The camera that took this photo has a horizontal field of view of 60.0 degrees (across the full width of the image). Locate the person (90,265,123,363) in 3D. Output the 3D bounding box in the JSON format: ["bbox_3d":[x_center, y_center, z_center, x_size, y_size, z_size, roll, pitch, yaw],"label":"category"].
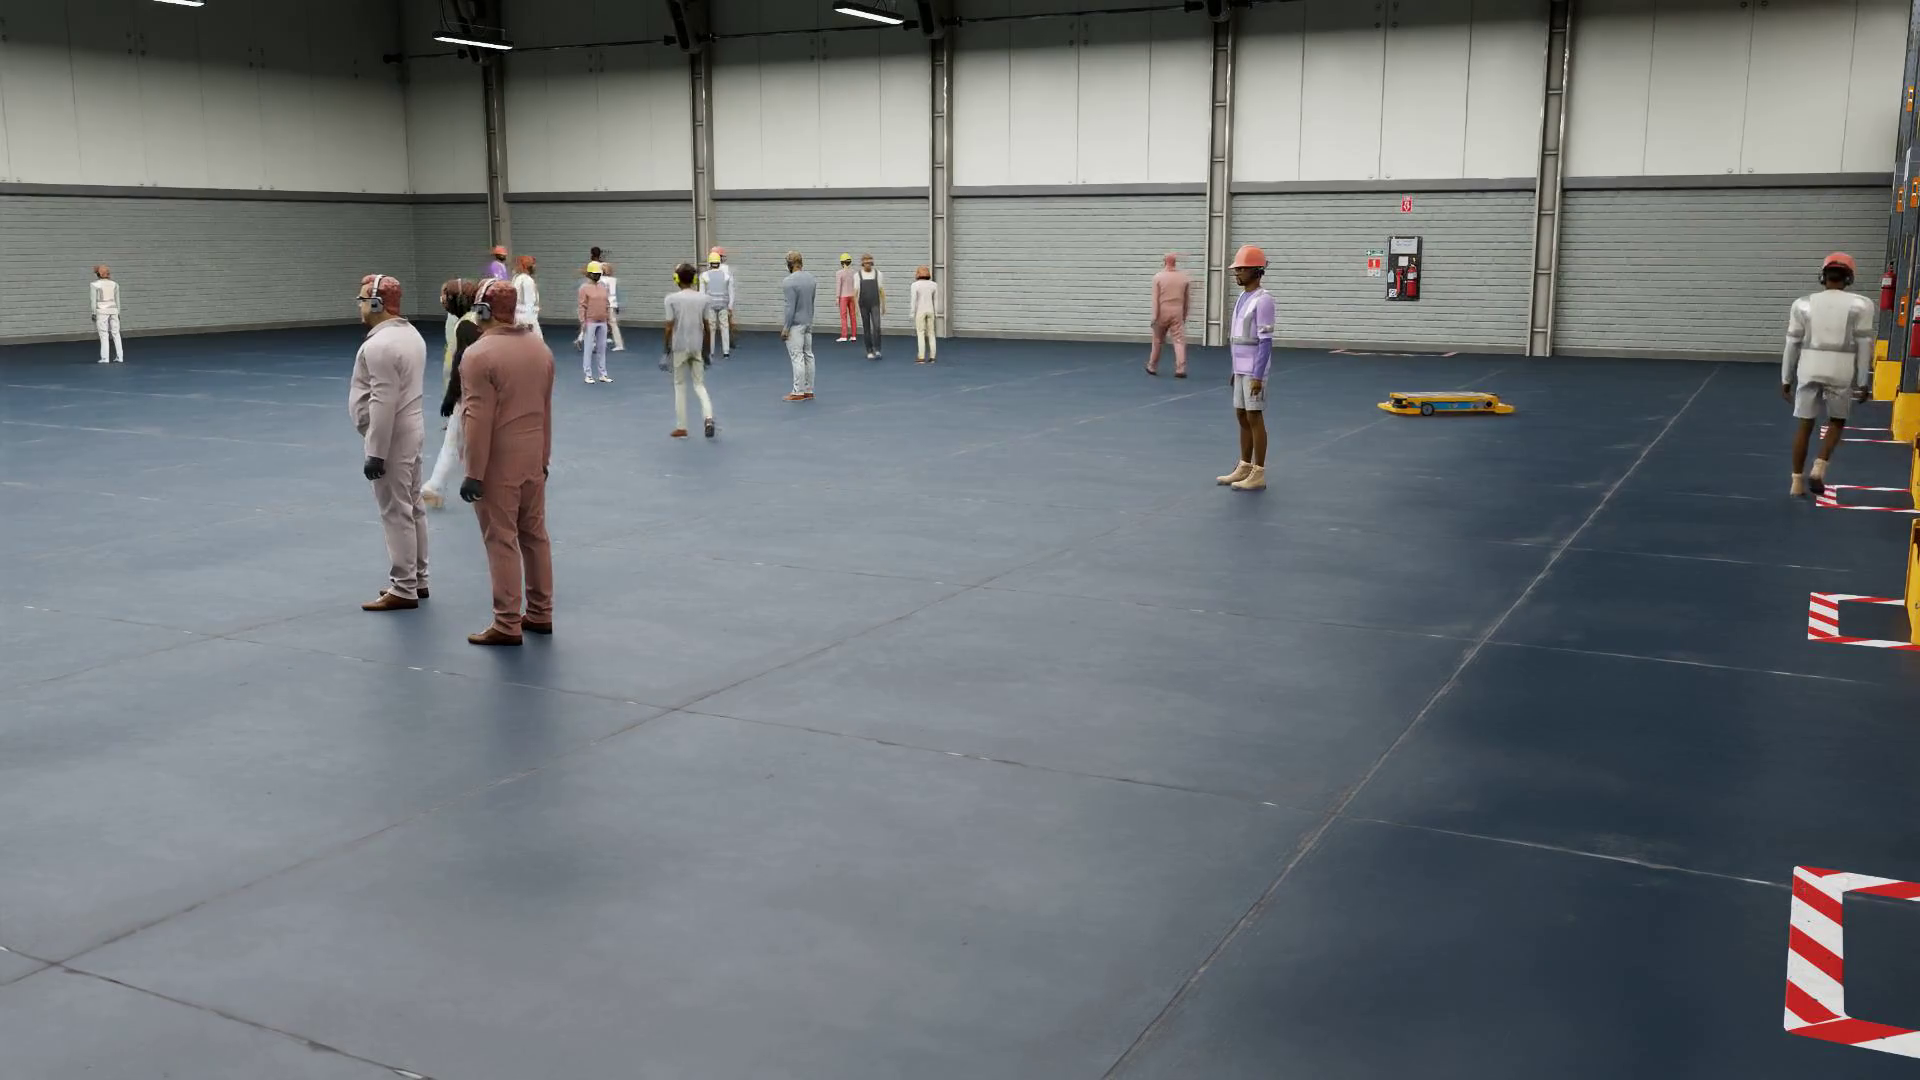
[{"bbox_3d":[-14.283,-3.773,27.830,0.315,1.629,0.509,5,12,27],"label":"person"}]

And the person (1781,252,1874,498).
[{"bbox_3d":[7.017,-1.321,13.477,0.667,1.989,0.534,7,13,35],"label":"person"}]

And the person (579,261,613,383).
[{"bbox_3d":[-5.257,-3.143,24.047,0.333,1.761,0.525,9,14,40],"label":"person"}]

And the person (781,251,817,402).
[{"bbox_3d":[-2.080,-2.733,21.333,0.371,1.934,0.627,5,12,27],"label":"person"}]

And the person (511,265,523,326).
[{"bbox_3d":[-7.509,-3.820,28.107,0.763,1.607,0.546,-8,13,-38],"label":"person"}]

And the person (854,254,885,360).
[{"bbox_3d":[-1.549,-3.970,28.411,0.536,1.801,0.903,-1,10,-5],"label":"person"}]

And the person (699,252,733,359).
[{"bbox_3d":[-4.203,-4.029,28.667,0.590,1.833,0.404,-4,11,-21],"label":"person"}]

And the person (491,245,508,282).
[{"bbox_3d":[-9.463,-5.146,34.537,0.665,1.914,0.554,2,11,13],"label":"person"}]

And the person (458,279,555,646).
[{"bbox_3d":[-2.391,-0.404,8.701,0.405,1.906,0.653,4,11,22],"label":"person"}]

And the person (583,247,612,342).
[{"bbox_3d":[-7.330,-4.929,33.435,0.863,1.882,0.622,7,13,35],"label":"person"}]

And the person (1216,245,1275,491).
[{"bbox_3d":[2.404,-1.435,13.955,0.382,2.043,0.615,-2,11,-12],"label":"person"}]

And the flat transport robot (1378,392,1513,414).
[{"bbox_3d":[5.820,-1.649,19.955,1.431,0.197,0.652,-1,10,-3],"label":"flat transport robot"}]

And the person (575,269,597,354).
[{"bbox_3d":[-6.647,-4.130,29.797,0.529,1.612,0.411,9,14,41],"label":"person"}]

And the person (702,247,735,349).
[{"bbox_3d":[-4.634,-4.572,31.434,0.915,1.896,0.576,6,12,28],"label":"person"}]

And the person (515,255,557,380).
[{"bbox_3d":[-6.421,-3.245,24.362,0.857,1.857,0.580,-7,12,-32],"label":"person"}]

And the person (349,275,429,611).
[{"bbox_3d":[-3.270,-0.554,9.520,0.409,1.909,0.641,0,10,-2],"label":"person"}]

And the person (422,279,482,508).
[{"bbox_3d":[-3.865,-1.103,12.844,0.969,1.787,0.626,-3,11,-18],"label":"person"}]

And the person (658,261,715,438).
[{"bbox_3d":[-2.878,-1.977,17.412,0.571,1.867,0.520,-7,12,-33],"label":"person"}]

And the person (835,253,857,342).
[{"bbox_3d":[-2.288,-4.864,33.408,0.525,1.769,0.316,-9,14,-41],"label":"person"}]

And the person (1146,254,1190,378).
[{"bbox_3d":[3.153,-3.389,25.138,0.670,1.852,1.017,-3,11,-16],"label":"person"}]

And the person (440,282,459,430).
[{"bbox_3d":[-5.453,-2.001,18.190,0.450,1.618,0.518,-4,11,-20],"label":"person"}]

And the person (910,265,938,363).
[{"bbox_3d":[-0.598,-3.773,27.816,0.507,1.631,0.266,-6,12,-29],"label":"person"}]

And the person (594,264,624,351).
[{"bbox_3d":[-6.565,-4.291,30.750,0.835,1.594,0.515,4,11,19],"label":"person"}]
